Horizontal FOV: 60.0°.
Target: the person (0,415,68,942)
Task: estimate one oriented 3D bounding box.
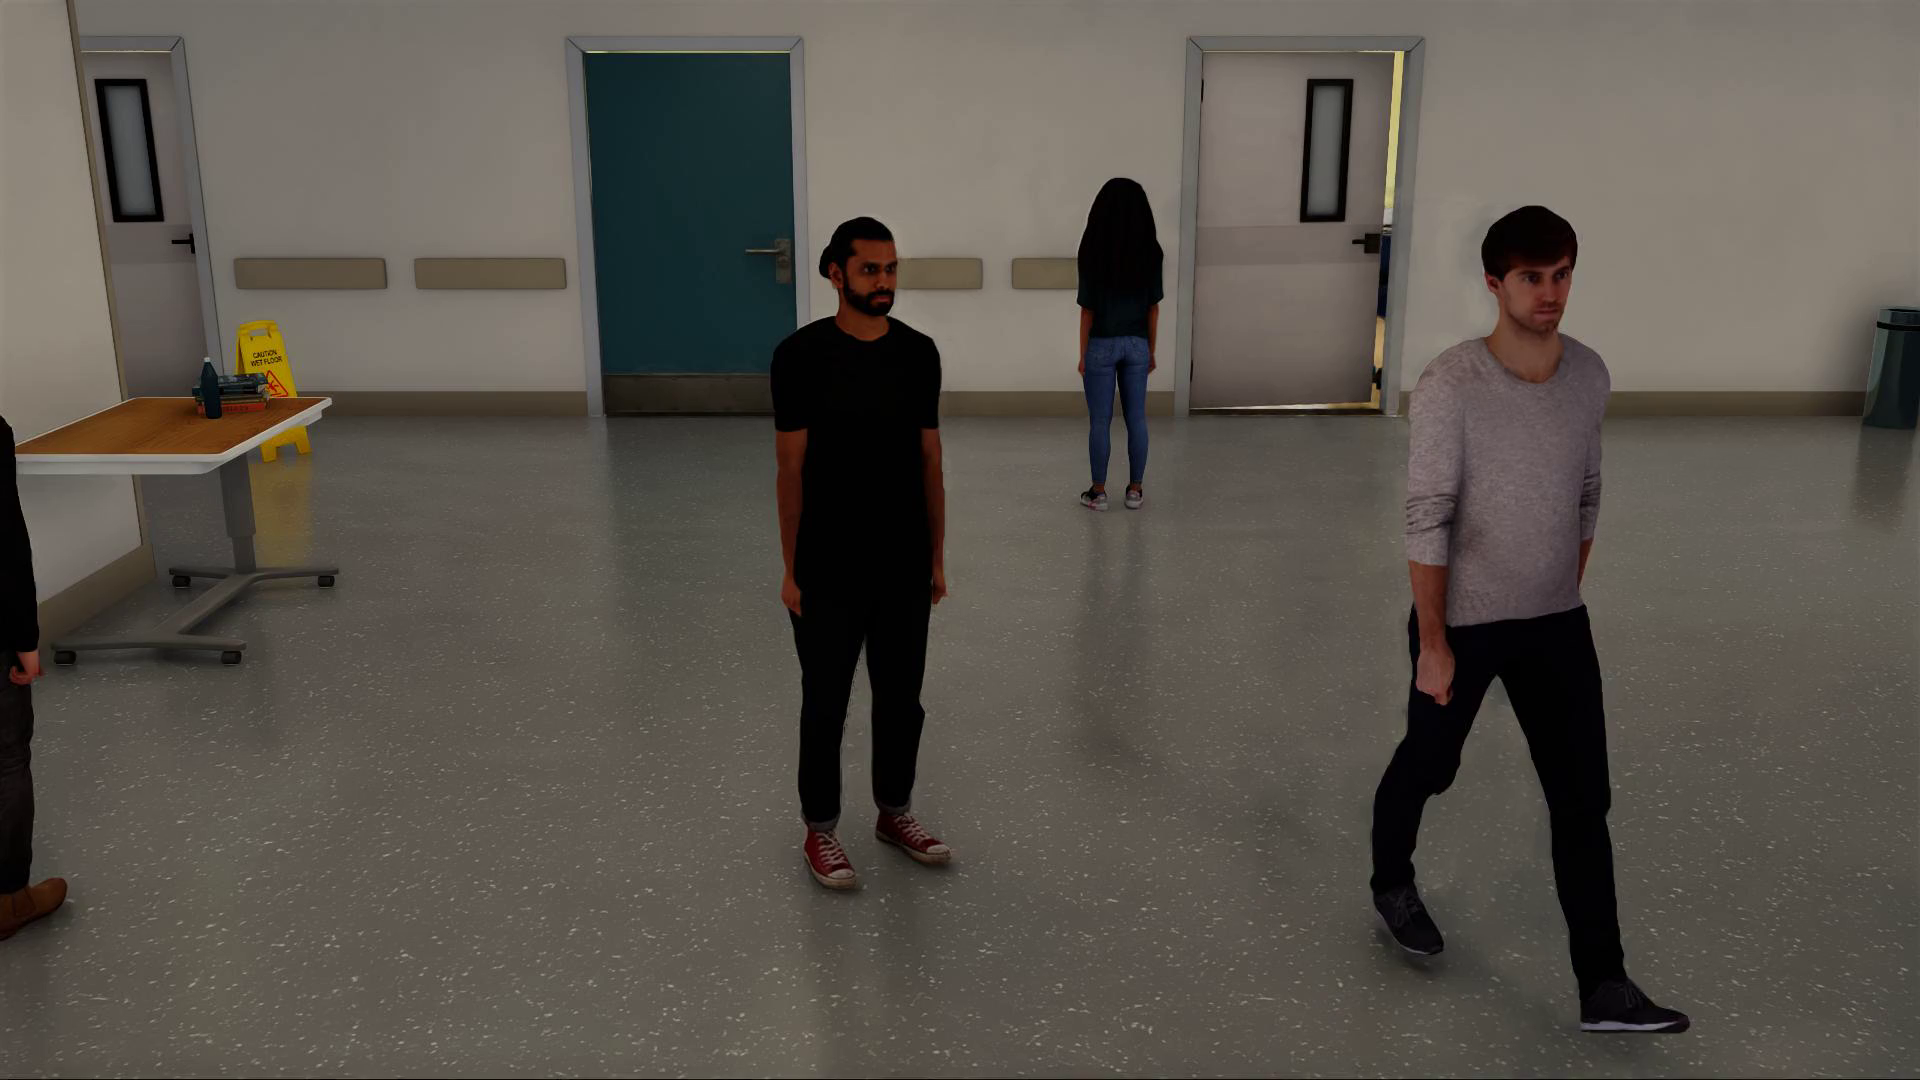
[{"bbox_3d":[-2.438,0.200,3.885,0.751,1.712,0.711,0,16,1],"label":"person"}]

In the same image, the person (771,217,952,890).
[{"bbox_3d":[-0.264,0.038,4.378,0.635,1.756,0.759,-7,17,-25],"label":"person"}]

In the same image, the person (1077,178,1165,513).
[{"bbox_3d":[0.769,-0.953,8.149,0.584,1.617,0.701,-3,16,-10],"label":"person"}]

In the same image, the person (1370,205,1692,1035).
[{"bbox_3d":[1.169,0.172,3.820,1.157,1.801,0.941,-5,16,-16],"label":"person"}]
